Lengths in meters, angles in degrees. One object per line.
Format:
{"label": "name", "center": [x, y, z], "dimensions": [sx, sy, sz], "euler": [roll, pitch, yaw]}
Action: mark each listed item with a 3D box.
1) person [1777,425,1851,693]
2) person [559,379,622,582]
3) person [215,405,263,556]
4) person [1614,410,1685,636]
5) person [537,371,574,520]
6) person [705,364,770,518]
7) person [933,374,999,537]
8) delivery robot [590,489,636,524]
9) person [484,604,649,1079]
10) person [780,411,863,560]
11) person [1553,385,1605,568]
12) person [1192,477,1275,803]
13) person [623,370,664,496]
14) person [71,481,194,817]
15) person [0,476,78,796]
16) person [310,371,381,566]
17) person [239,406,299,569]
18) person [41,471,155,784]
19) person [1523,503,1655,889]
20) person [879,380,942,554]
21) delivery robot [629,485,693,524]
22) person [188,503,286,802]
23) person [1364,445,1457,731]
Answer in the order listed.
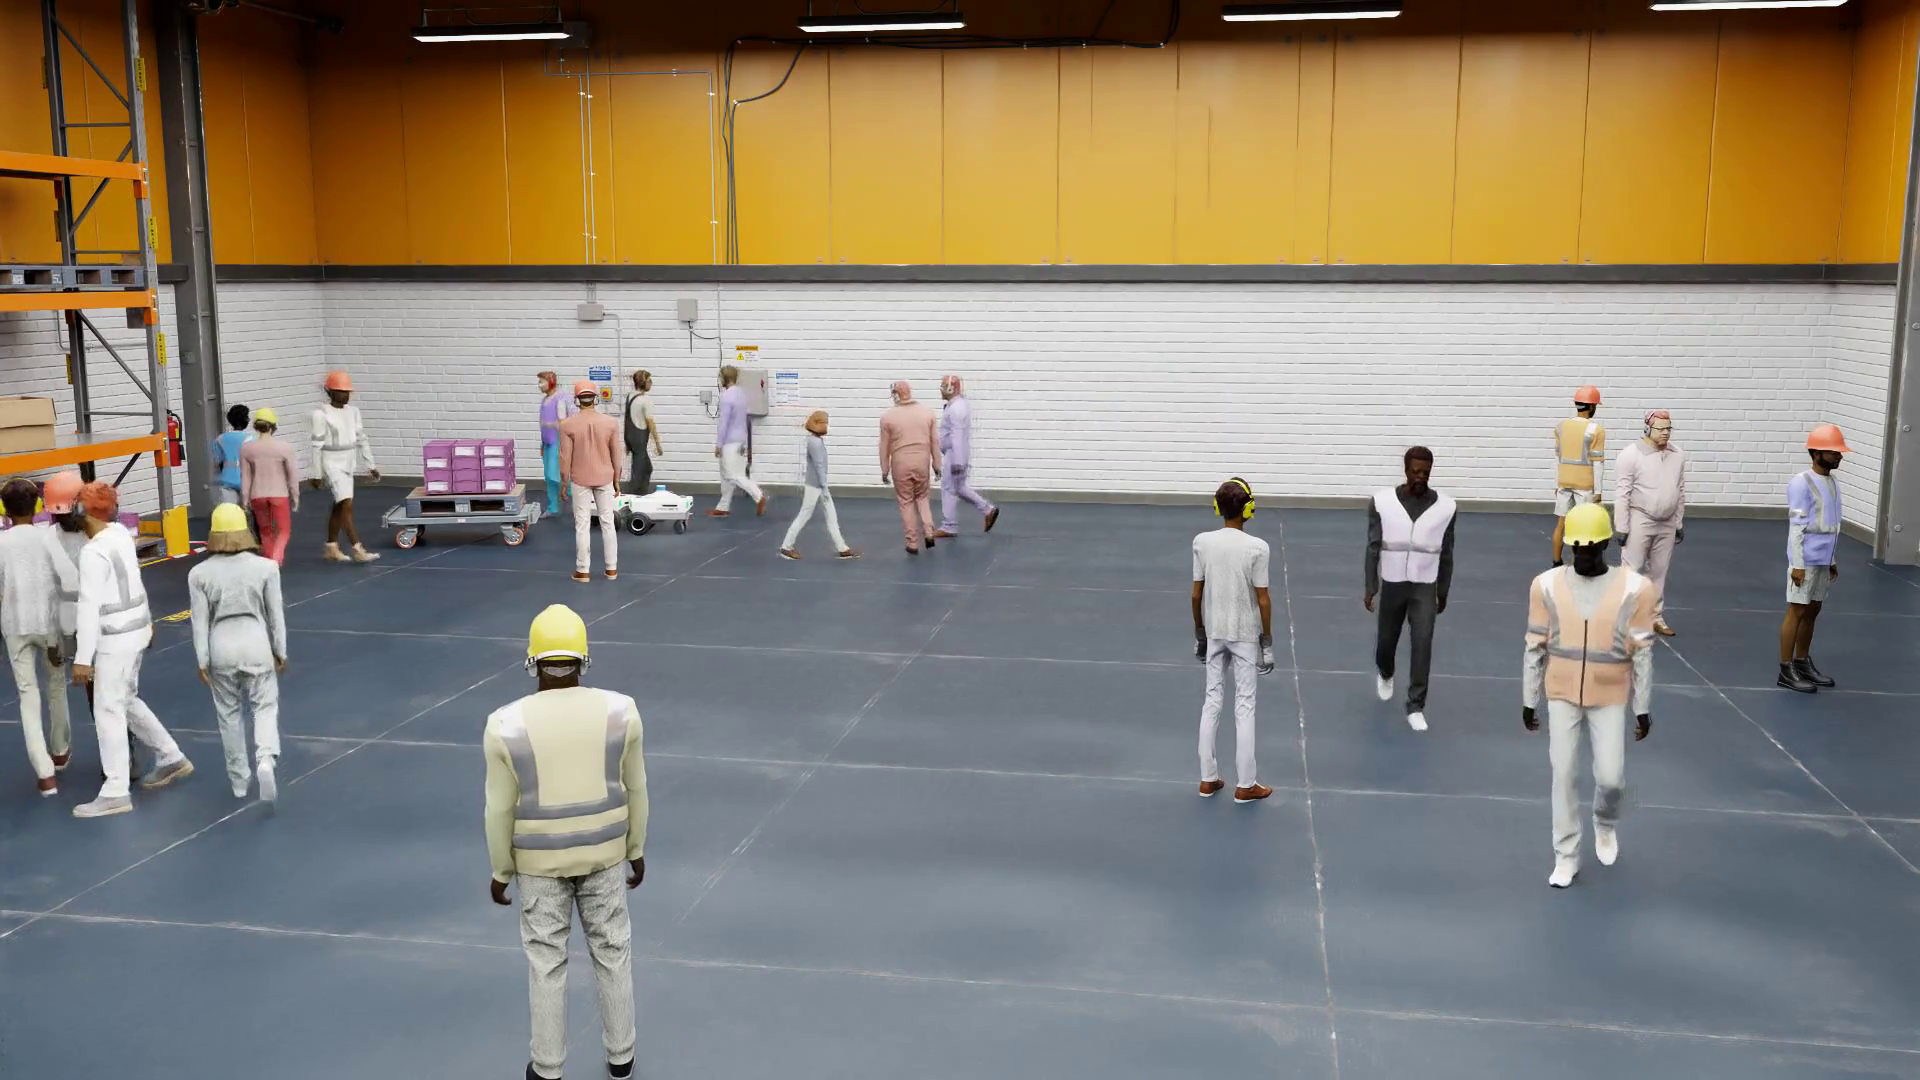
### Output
{"label": "person", "center": [6.215, 0.130, 12.082], "dimensions": [0.543, 1.939, 0.359], "euler": [-7, 12, -37]}
{"label": "person", "center": [-3.630, -0.579, 16.335], "dimensions": [0.611, 1.985, 0.393], "euler": [-5, 10, -26]}
{"label": "person", "center": [-7.562, -0.596, 17.479], "dimensions": [0.540, 1.652, 0.857], "euler": [2, 9, 12]}
{"label": "person", "center": [5.748, -0.131, 13.829], "dimensions": [0.645, 1.903, 0.401], "euler": [-3, 10, -16]}
{"label": "person", "center": [-4.958, -1.156, 20.388], "dimensions": [0.472, 1.830, 0.603], "euler": [-7, 11, -35]}
{"label": "person", "center": [-2.732, -1.195, 20.389], "dimensions": [0.821, 1.915, 0.642], "euler": [2, 9, 10]}
{"label": "person", "center": [0.031, -0.957, 19.014], "dimensions": [0.738, 1.886, 0.656], "euler": [1, 9, 5]}
{"label": "delivery robot", "center": [-4.167, -0.435, 19.575], "dimensions": [0.707, 0.478, 0.477], "euler": [5, 10, 28]}
{"label": "person", "center": [-1.440, 1.143, 6.115], "dimensions": [0.586, 1.835, 0.404], "euler": [-4, 10, -22]}
{"label": "person", "center": [-1.505, -0.567, 17.506], "dimensions": [0.869, 1.582, 0.519], "euler": [0, 9, 1]}
{"label": "person", "center": [6.088, -0.552, 16.341], "dimensions": [0.383, 1.933, 0.542], "euler": [-7, 11, -35]}
{"label": "person", "center": [1.573, 0.569, 9.550], "dimensions": [0.511, 1.877, 0.328], "euler": [6, 11, 35]}
{"label": "person", "center": [-3.930, -1.200, 20.684], "dimensions": [0.636, 1.822, 0.508], "euler": [-6, 11, -34]}
{"label": "person", "center": [-4.734, 0.600, 9.403], "dimensions": [0.529, 1.876, 0.700], "euler": [-2, 9, -14]}
{"label": "person", "center": [-5.480, 0.538, 9.838], "dimensions": [0.523, 1.835, 0.910], "euler": [-5, 10, -28]}
{"label": "person", "center": [-6.290, -0.731, 17.182], "dimensions": [0.874, 2.011, 0.611], "euler": [3, 10, 19]}
{"label": "person", "center": [-6.666, -0.408, 16.033], "dimensions": [0.531, 1.748, 0.703], "euler": [-1, 9, -9]}
{"label": "person", "center": [-5.095, 0.529, 9.764], "dimensions": [0.603, 1.886, 0.692], "euler": [-2, 9, -11]}
{"label": "person", "center": [3.105, 0.757, 8.247], "dimensions": [0.617, 1.913, 0.487], "euler": [5, 11, 29]}
{"label": "person", "center": [-0.556, -0.784, 17.952], "dimensions": [0.677, 1.876, 0.440], "euler": [-3, 10, -18]}
{"label": "delivery robot", "center": [-3.468, -0.395, 19.323], "dimensions": [0.707, 0.478, 0.477], "euler": [0, 9, -1]}
{"label": "person", "center": [-4.098, 0.657, 9.465], "dimensions": [0.490, 1.729, 0.643], "euler": [-4, 10, -22]}
{"label": "person", "center": [3.041, 0.282, 11.296], "dimensions": [0.593, 1.892, 0.826], "euler": [2, 9, 10]}
